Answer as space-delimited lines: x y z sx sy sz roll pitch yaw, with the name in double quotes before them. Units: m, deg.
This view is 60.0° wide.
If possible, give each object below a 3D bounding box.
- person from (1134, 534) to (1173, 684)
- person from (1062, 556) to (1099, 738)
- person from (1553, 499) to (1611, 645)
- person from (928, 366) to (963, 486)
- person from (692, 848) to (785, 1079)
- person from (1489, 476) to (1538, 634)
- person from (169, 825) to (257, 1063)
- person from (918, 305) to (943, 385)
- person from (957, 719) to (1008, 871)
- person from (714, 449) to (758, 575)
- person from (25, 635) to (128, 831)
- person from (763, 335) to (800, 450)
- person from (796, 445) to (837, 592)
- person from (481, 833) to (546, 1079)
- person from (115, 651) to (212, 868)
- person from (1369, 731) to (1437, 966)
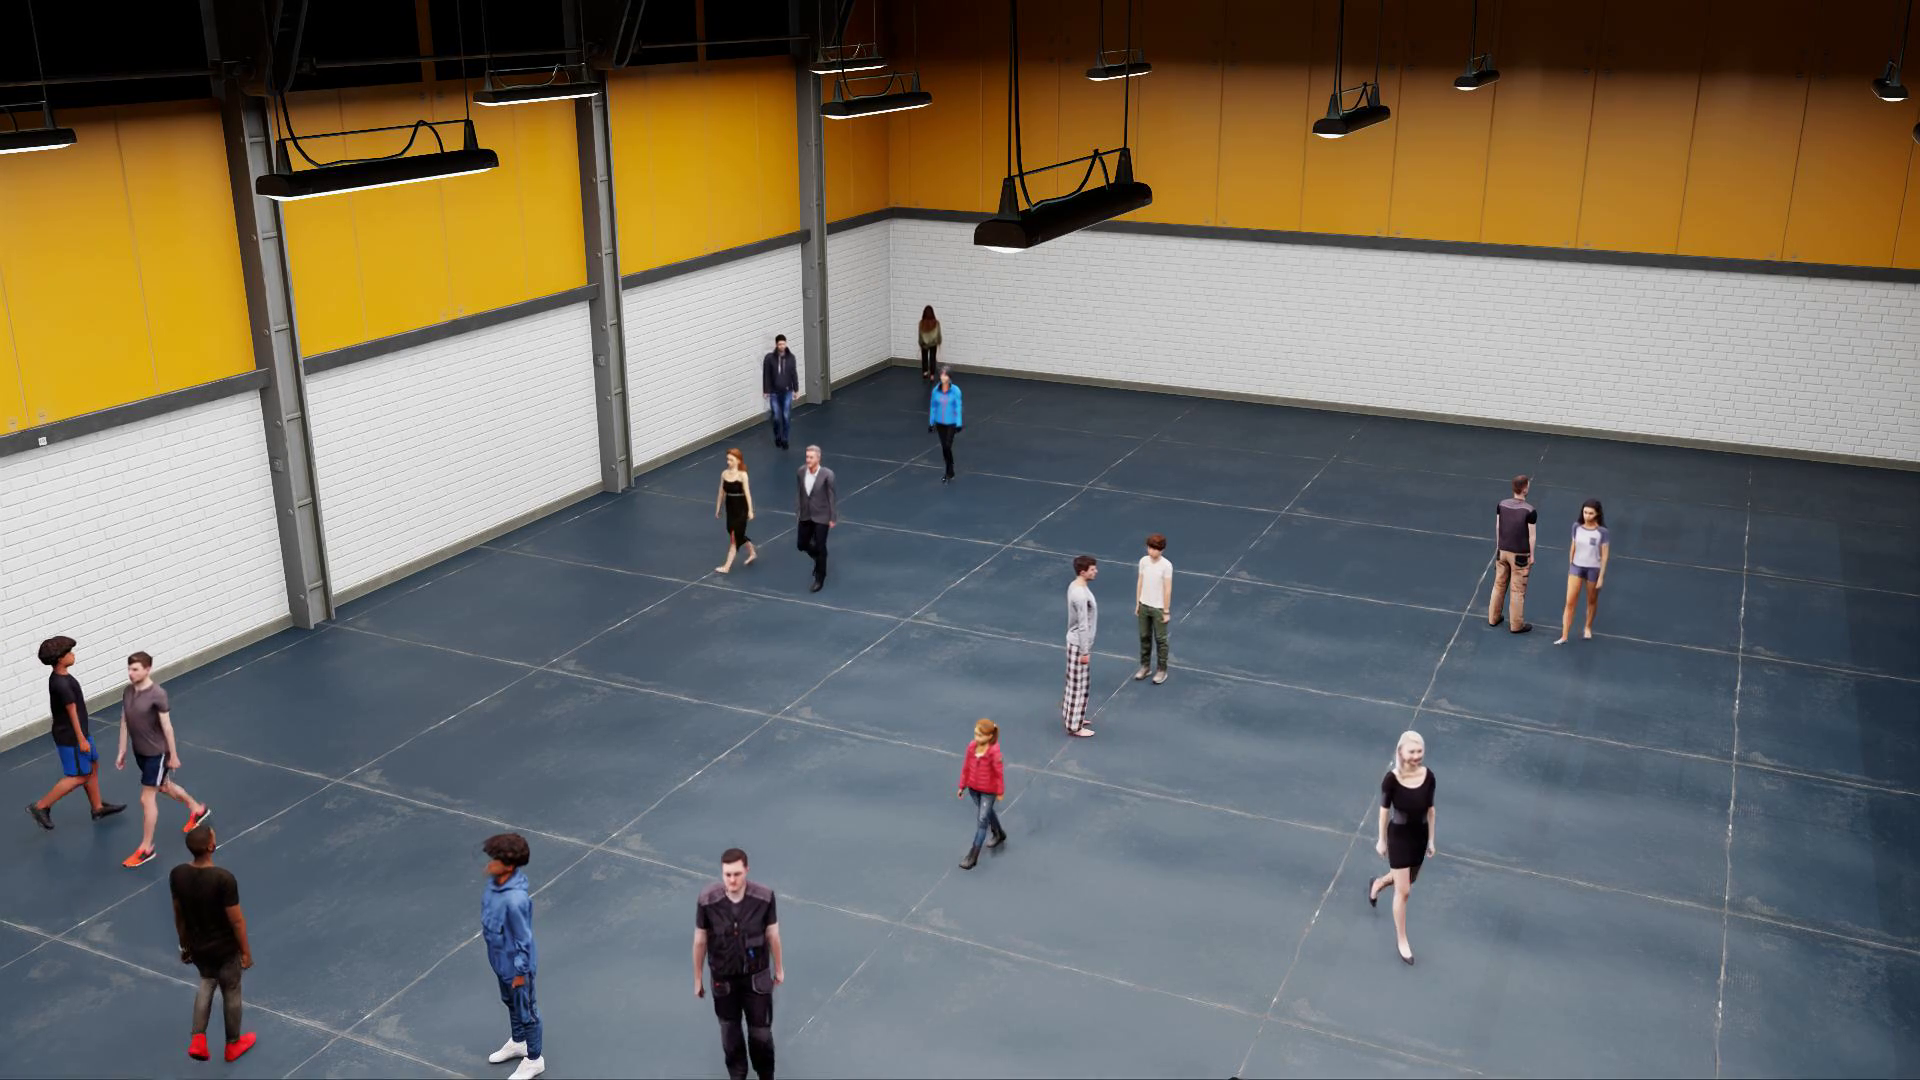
"person" 2.073 0.711 17.754 0.589 1.653 0.592 13 23 34
"person" 1.188 1.027 16.510 0.762 1.847 0.628 0 19 0
"person" 7.113 0.339 18.794 0.762 1.693 1.073 12 22 31
"person" -0.163 -1.734 24.814 0.636 1.780 0.711 10 21 28
"person" -1.470 2.846 11.124 0.840 1.837 0.820 0 19 0
"person" 6.374 0.141 19.150 0.762 1.842 0.771 -13 23 -35
"person" -5.138 2.805 11.314 0.794 1.794 0.888 3 19 8
"person" -0.558 -3.596 30.880 0.851 1.438 1.058 0 19 -1
"person" 0.238 2.110 14.178 0.674 1.284 0.973 15 23 37
"person" -2.775 -0.382 21.116 0.692 1.577 1.113 11 22 30
"person" -7.868 1.720 14.561 1.092 1.778 0.952 -11 21 -29
"person" -2.880 -2.383 26.591 0.816 1.876 0.863 -5 19 -14
"person" -1.758 -0.308 20.511 0.764 1.824 0.848 7 20 20
"person" -3.037 2.805 11.287 0.762 1.812 0.765 -13 23 -34
"person" -6.862 1.799 14.271 0.692 1.814 1.174 10 21 27
"person" 3.404 2.293 12.816 1.013 1.805 1.147 -4 19 -12
